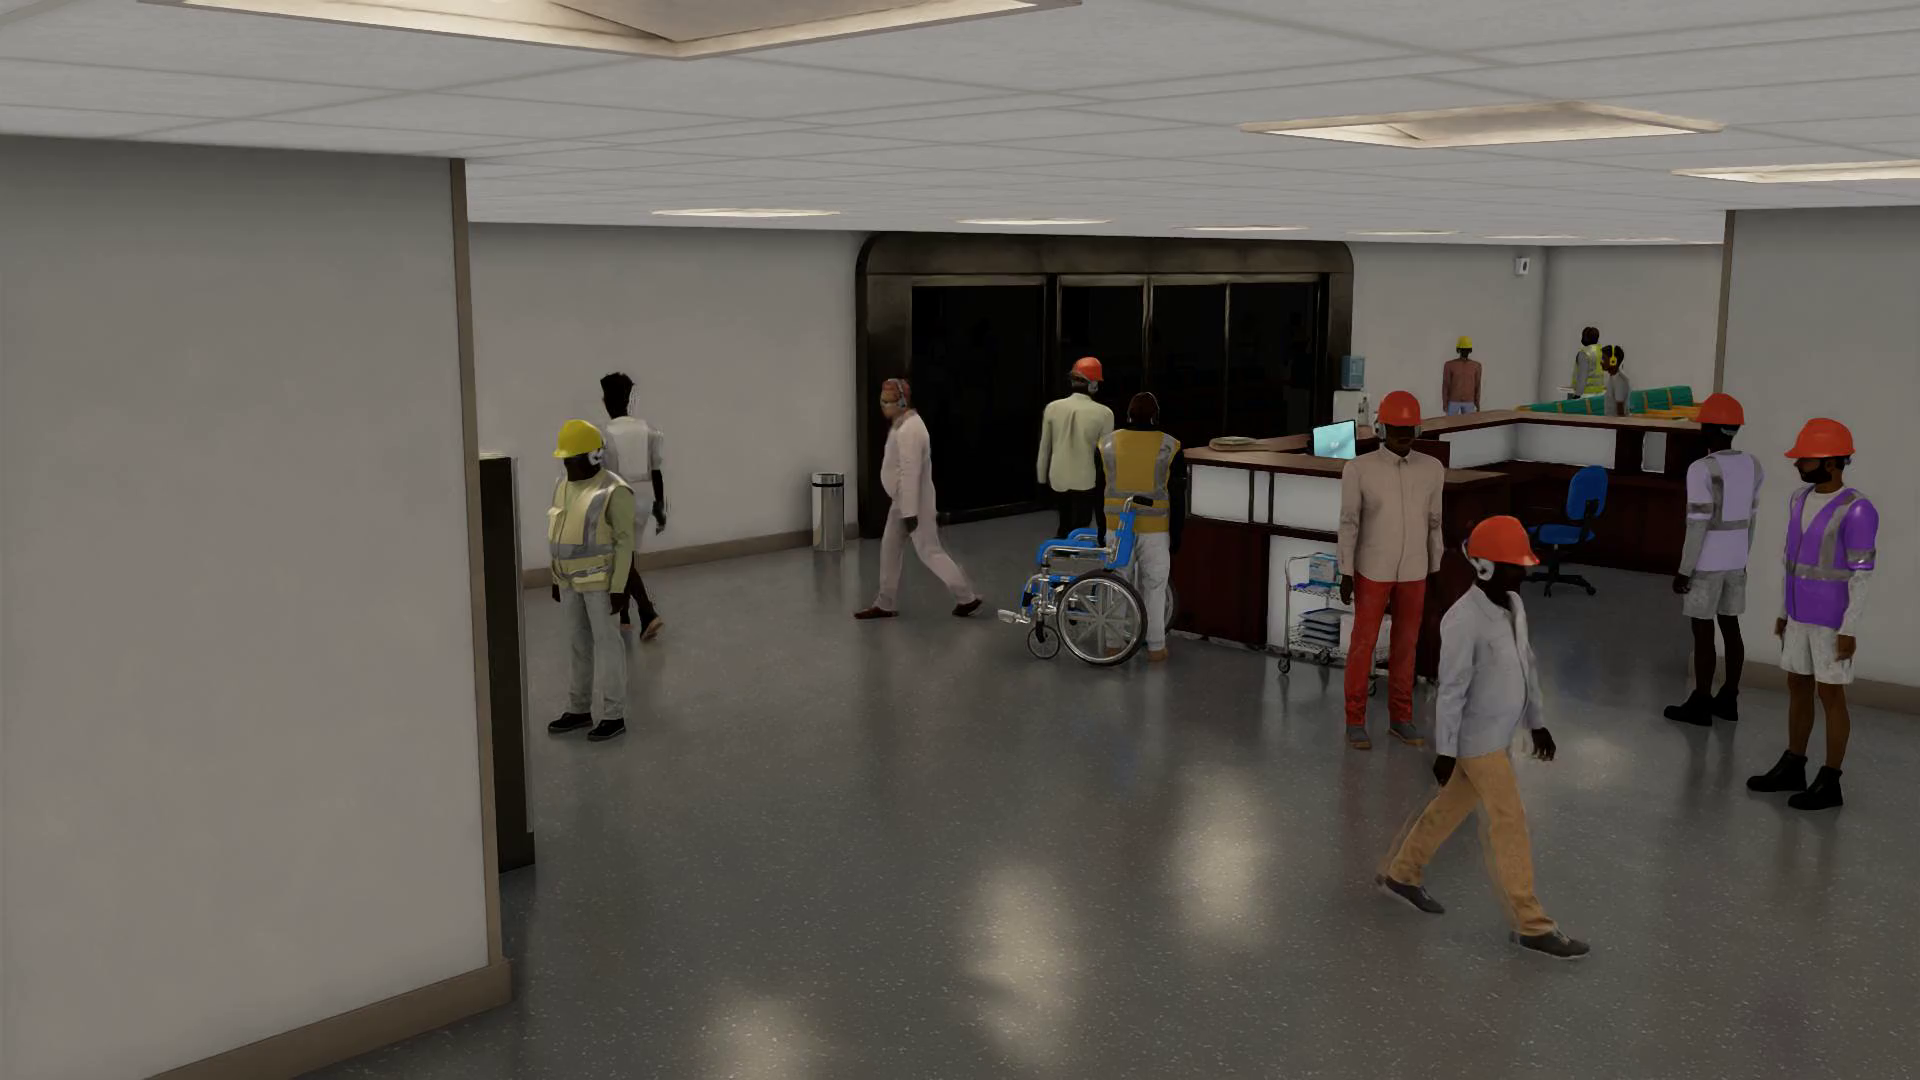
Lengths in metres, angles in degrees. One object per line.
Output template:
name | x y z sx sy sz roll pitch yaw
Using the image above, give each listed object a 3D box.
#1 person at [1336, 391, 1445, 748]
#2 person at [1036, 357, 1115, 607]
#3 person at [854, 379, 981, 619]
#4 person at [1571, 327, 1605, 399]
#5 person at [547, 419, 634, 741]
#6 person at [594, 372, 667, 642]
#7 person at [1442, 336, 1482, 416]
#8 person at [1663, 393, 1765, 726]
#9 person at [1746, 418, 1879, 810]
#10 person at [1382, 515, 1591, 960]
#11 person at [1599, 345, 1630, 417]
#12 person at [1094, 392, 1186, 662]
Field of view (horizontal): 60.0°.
person | 2.396 0.167 9.223 0.624 1.992 0.390 -2 9 -11
person | 0.976 -0.468 13.194 0.628 1.968 0.695 5 11 30
person | -0.305 -0.302 12.574 0.924 1.852 0.684 -2 9 -10
person | 8.883 -2.095 23.570 0.622 1.844 0.429 -8 12 -41
person | -2.112 0.223 9.412 0.586 1.822 0.403 7 11 35
person | -2.387 -0.246 11.988 0.621 1.932 0.954 -9 13 -43
person | 6.716 -1.846 22.275 0.523 1.769 0.310 0 9 0
person | 4.389 0.116 9.709 0.542 1.939 0.365 -4 10 -25
person | 4.220 0.364 8.203 0.375 1.934 0.547 -2 9 -10
person | 2.077 0.738 6.604 0.895 1.713 0.558 7 11 35
person | 6.880 -1.141 17.677 0.598 1.847 0.554 3 10 20
person | 1.218 -0.083 11.264 0.628 1.835 0.429 3 10 15
